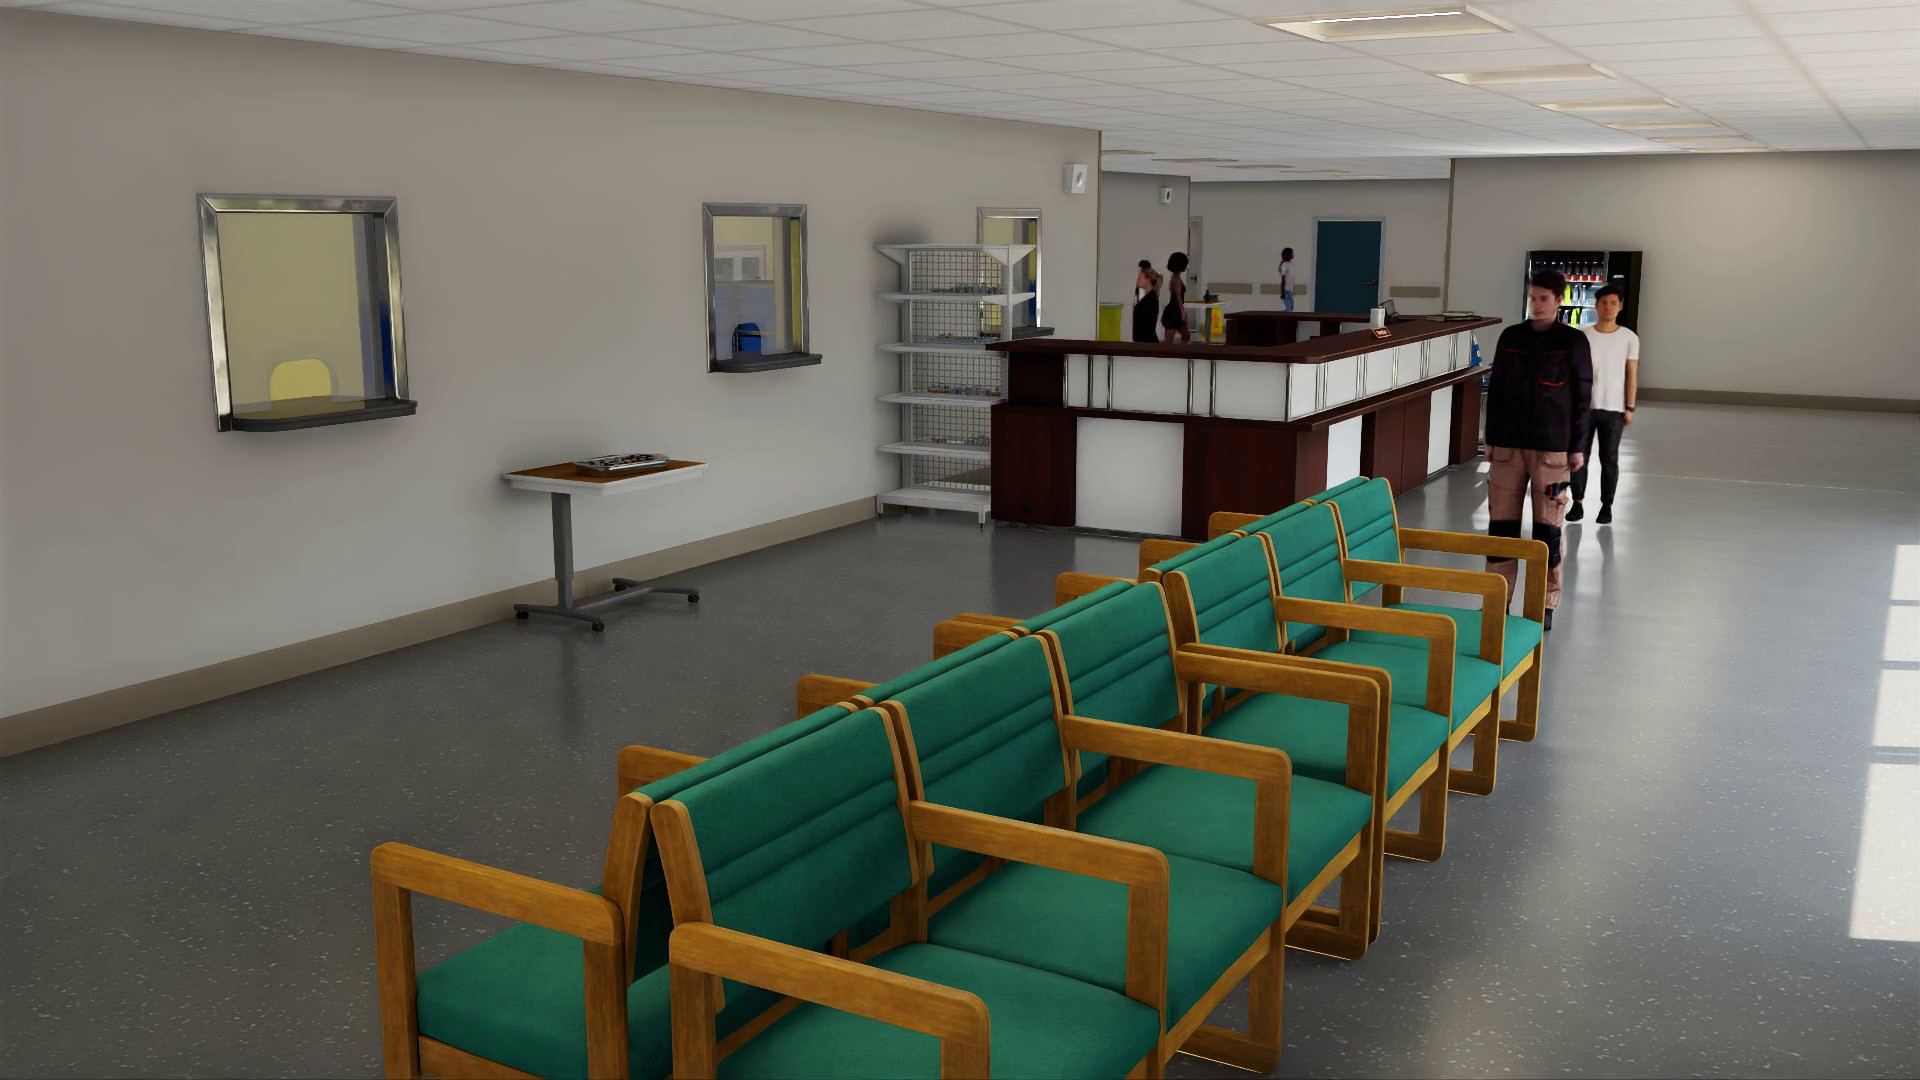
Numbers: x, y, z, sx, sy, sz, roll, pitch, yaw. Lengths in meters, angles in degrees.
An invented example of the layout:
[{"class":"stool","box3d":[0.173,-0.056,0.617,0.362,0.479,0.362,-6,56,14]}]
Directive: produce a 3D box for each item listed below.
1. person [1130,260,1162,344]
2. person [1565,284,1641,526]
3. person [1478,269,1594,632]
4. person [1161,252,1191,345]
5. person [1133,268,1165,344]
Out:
[{"class":"person","box3d":[2.741,-3.173,23.917,1.025,1.612,1.118,-6,12,-29]},{"class":"person","box3d":[4.627,-0.990,12.033,0.485,1.722,0.690,7,13,31]},{"class":"person","box3d":[3.071,-0.483,8.912,0.533,1.921,0.755,7,13,32]},{"class":"person","box3d":[2.875,-3.070,22.956,0.767,1.768,0.724,3,11,17]},{"class":"person","box3d":[2.044,-1.976,17.398,1.024,1.690,0.788,2,11,11]}]
